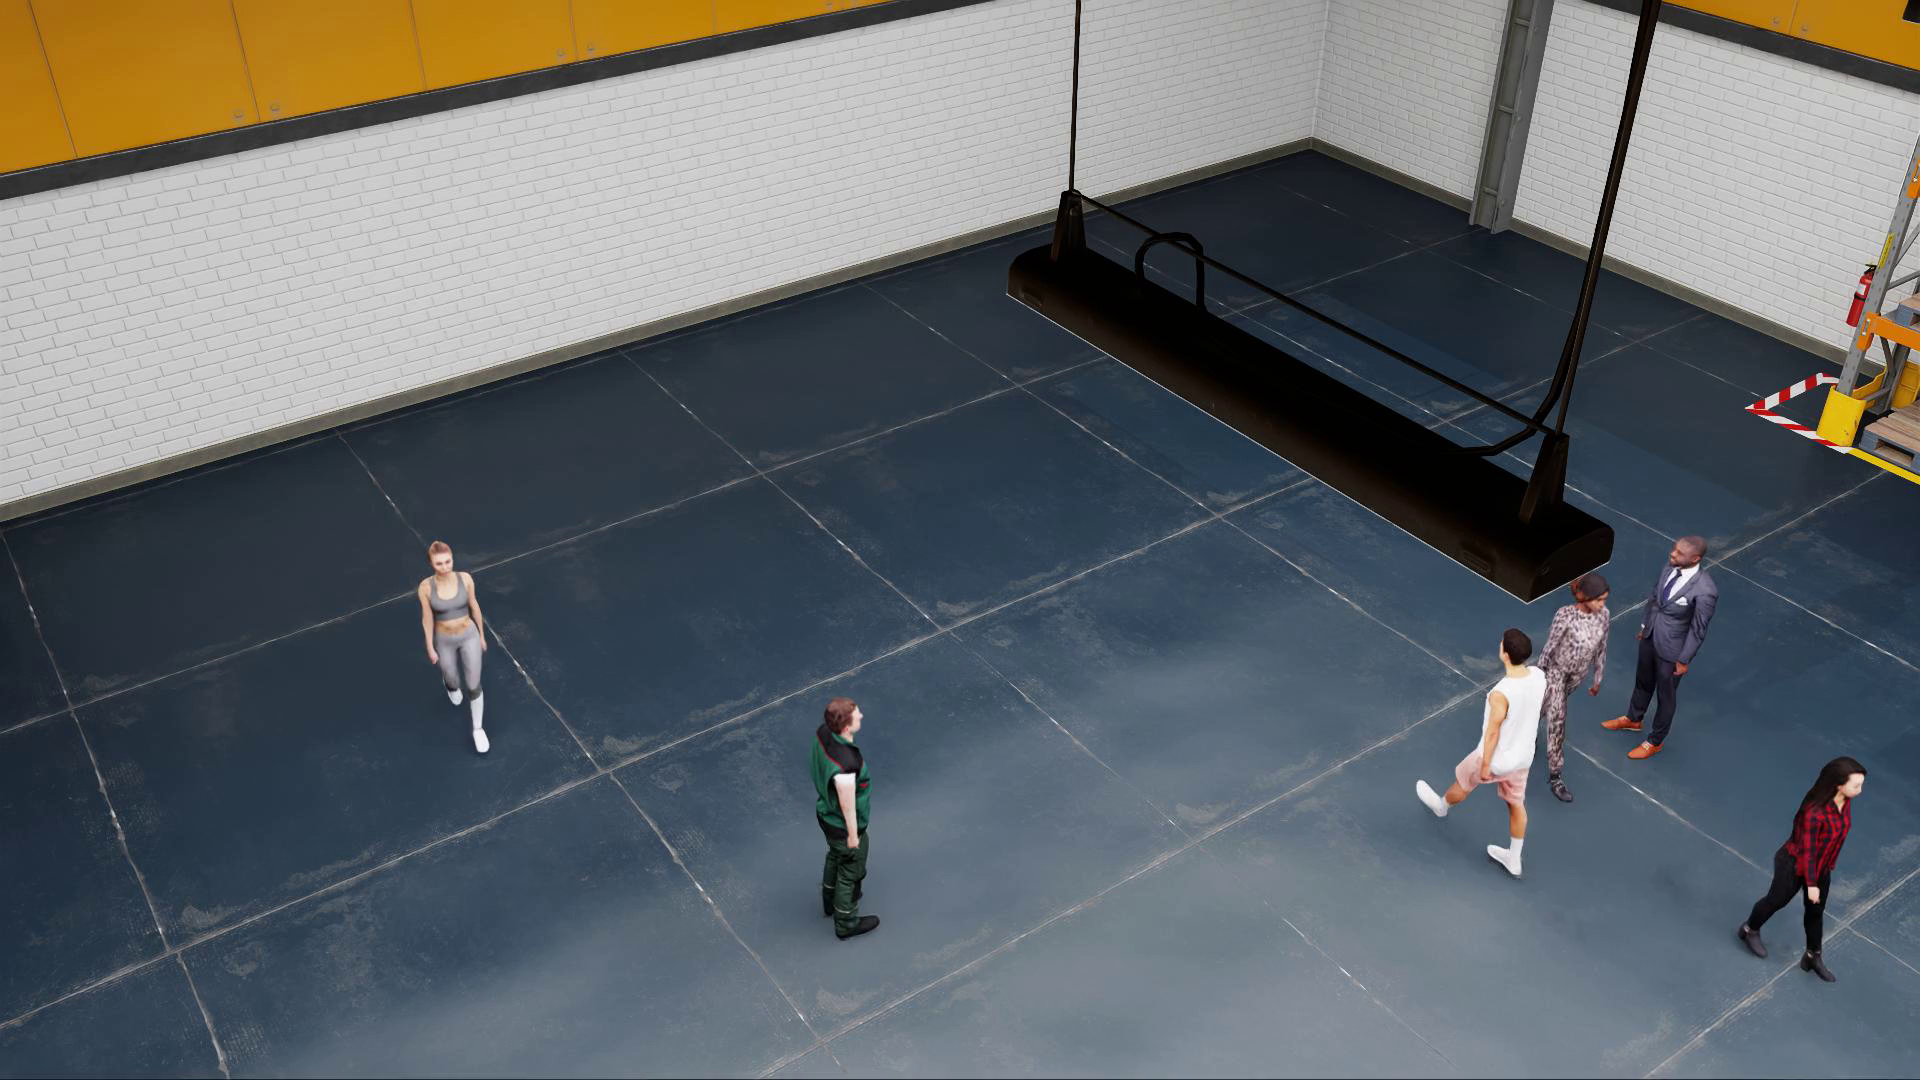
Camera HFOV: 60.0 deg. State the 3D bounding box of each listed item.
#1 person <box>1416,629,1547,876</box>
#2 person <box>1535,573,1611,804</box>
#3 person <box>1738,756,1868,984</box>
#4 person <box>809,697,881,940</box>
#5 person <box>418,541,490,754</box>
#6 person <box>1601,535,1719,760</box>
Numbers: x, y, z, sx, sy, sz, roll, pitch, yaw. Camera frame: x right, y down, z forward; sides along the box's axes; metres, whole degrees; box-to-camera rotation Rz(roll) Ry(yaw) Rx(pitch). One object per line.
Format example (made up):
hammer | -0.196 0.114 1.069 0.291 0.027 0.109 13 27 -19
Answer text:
person | 3.622 1.441 10.861 0.721 1.730 1.151 -18 38 -25
person | 4.234 0.913 11.715 0.944 1.665 1.213 -4 34 -6
person | 5.088 1.944 10.190 0.600 1.636 0.825 -20 39 -28
person | -0.732 1.704 10.366 0.735 1.841 0.560 -14 36 -20
person | -3.652 0.701 12.011 0.669 1.690 0.996 -15 36 -21
person | 5.037 0.732 11.843 0.838 1.825 0.673 -7 34 -11
